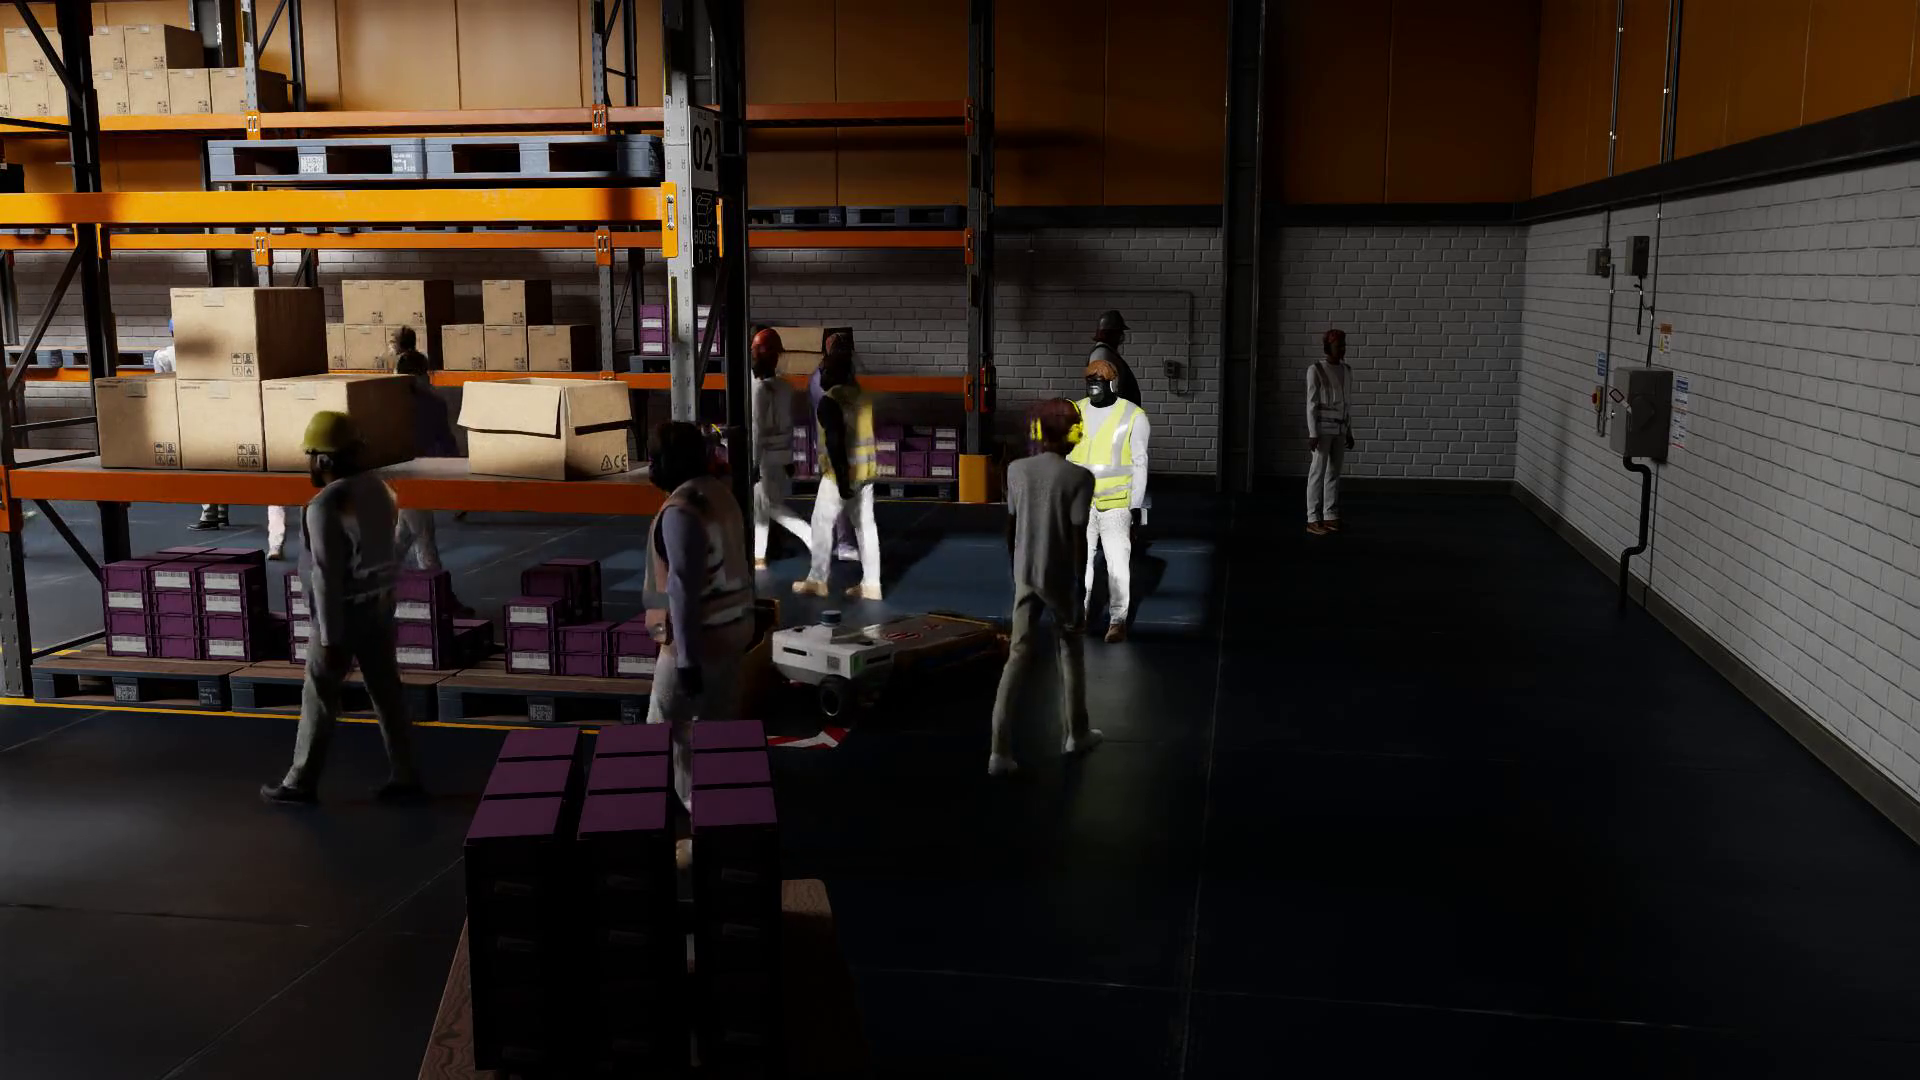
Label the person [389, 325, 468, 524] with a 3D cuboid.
[{"bbox_3d":[-5.101,-1.065,15.678,0.823,1.917,0.633,0,9,3],"label":"person"}]

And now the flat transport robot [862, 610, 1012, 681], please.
[{"bbox_3d":[-0.301,0.657,10.084,0.652,0.197,1.431,7,11,36],"label":"flat transport robot"}]

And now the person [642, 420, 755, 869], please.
[{"bbox_3d":[-1.067,0.426,6.761,0.455,1.816,0.636,2,9,12],"label":"person"}]

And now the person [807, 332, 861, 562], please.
[{"bbox_3d":[-0.992,-0.770,13.880,0.410,1.909,0.642,-7,11,-37],"label":"person"}]

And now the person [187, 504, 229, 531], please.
[{"bbox_3d":[-7.066,-1.001,15.540,0.404,1.833,0.590,0,9,-1],"label":"person"}]

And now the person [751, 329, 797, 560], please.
[{"bbox_3d":[-1.622,-0.803,13.987,0.550,1.935,0.376,7,11,36],"label":"person"}]

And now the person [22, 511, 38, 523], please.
[{"bbox_3d":[-9.274,-0.974,15.544,1.005,1.796,0.520,-9,13,-44],"label":"person"}]

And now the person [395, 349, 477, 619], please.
[{"bbox_3d":[-3.858,-0.404,11.716,1.062,1.883,0.649,4,10,26],"label":"person"}]

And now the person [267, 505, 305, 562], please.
[{"bbox_3d":[-5.640,-0.805,13.981,0.645,1.946,0.926,-2,9,-15],"label":"person"}]

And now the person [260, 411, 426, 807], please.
[{"bbox_3d":[-2.786,0.318,7.481,0.631,1.819,0.598,3,10,16],"label":"person"}]

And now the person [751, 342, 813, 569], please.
[{"bbox_3d":[-1.443,-0.658,13.335,0.823,1.860,0.574,2,9,12],"label":"person"}]

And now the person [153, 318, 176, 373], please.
[{"bbox_3d":[-8.344,-1.449,17.955,0.605,1.951,0.380,-5,10,-29],"label":"person"}]

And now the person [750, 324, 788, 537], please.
[{"bbox_3d":[-1.828,-0.995,15.175,0.373,1.940,0.628,-4,10,-25],"label":"person"}]

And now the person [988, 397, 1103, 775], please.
[{"bbox_3d":[0.403,0.219,8.068,0.535,1.822,0.935,5,10,29],"label":"person"}]

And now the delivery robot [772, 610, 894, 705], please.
[{"bbox_3d":[-0.698,0.628,9.094,0.707,0.478,0.477,8,12,40],"label":"delivery robot"}]

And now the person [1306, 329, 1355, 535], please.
[{"bbox_3d":[3.422,-0.995,15.351,0.575,1.882,0.355,-7,12,-37],"label":"person"}]

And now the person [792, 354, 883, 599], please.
[{"bbox_3d":[-0.903,-0.464,12.309,0.830,1.799,0.652,5,10,27],"label":"person"}]

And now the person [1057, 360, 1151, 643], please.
[{"bbox_3d":[0.912,-0.253,10.870,0.621,1.845,0.429,5,10,27],"label":"person"}]

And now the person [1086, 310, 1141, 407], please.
[{"bbox_3d":[1.504,-1.233,16.331,0.536,2.000,0.677,0,9,0],"label":"person"}]
